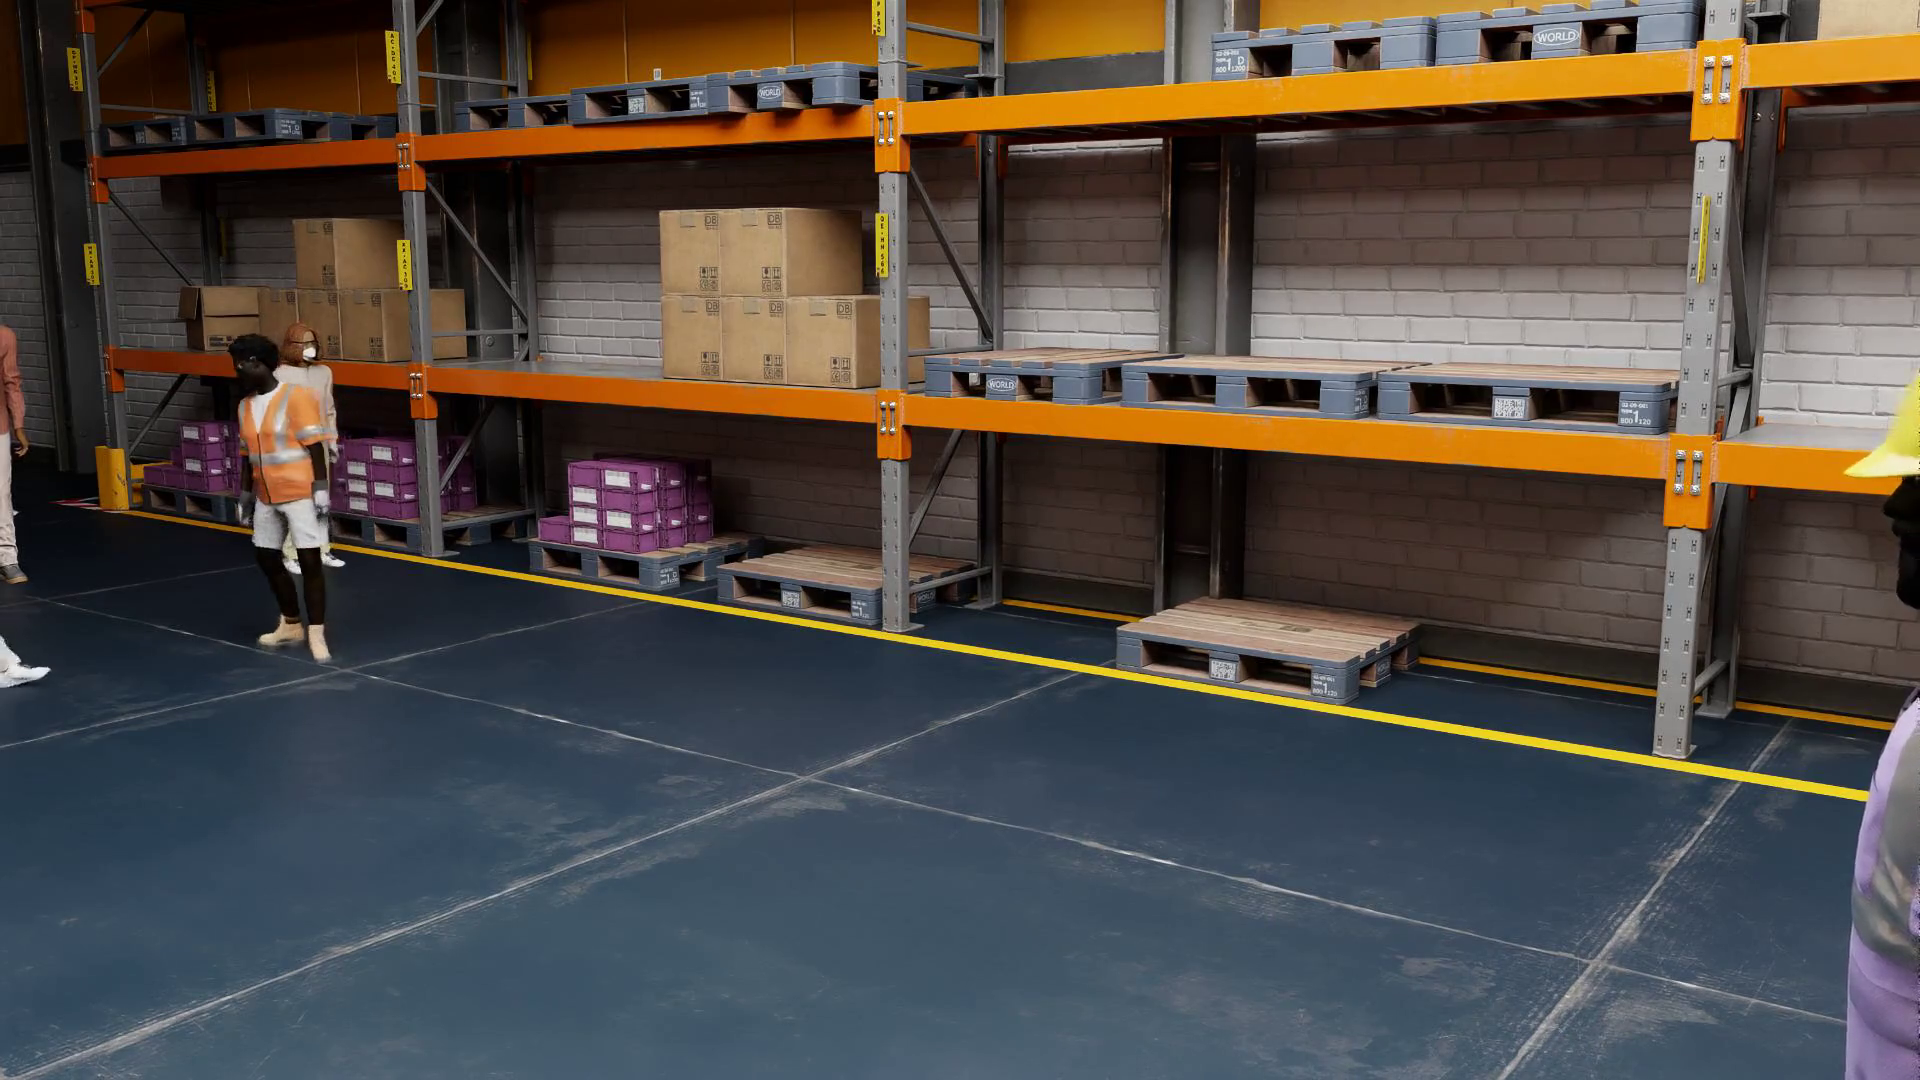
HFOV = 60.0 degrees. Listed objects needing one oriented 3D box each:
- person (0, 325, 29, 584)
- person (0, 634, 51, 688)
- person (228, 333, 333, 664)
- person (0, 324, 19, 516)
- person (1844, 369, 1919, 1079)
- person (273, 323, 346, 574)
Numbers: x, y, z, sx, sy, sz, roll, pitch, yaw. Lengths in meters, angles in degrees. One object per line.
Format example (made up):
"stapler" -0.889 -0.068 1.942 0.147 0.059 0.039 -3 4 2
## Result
"person" -6.124 -0.694 10.309 0.622 1.993 0.382 -9 13 -41
"person" -4.783 -0.061 7.733 0.851 1.581 0.520 0 10 1
"person" -3.411 -0.210 8.431 0.615 1.662 0.317 5 11 25
"person" -7.675 -1.096 12.969 0.401 1.907 0.648 4 10 20
"person" 1.309 0.701 2.200 0.374 1.924 0.595 6 11 32
"person" -4.257 -0.593 10.819 0.282 1.626 0.491 5 11 26
